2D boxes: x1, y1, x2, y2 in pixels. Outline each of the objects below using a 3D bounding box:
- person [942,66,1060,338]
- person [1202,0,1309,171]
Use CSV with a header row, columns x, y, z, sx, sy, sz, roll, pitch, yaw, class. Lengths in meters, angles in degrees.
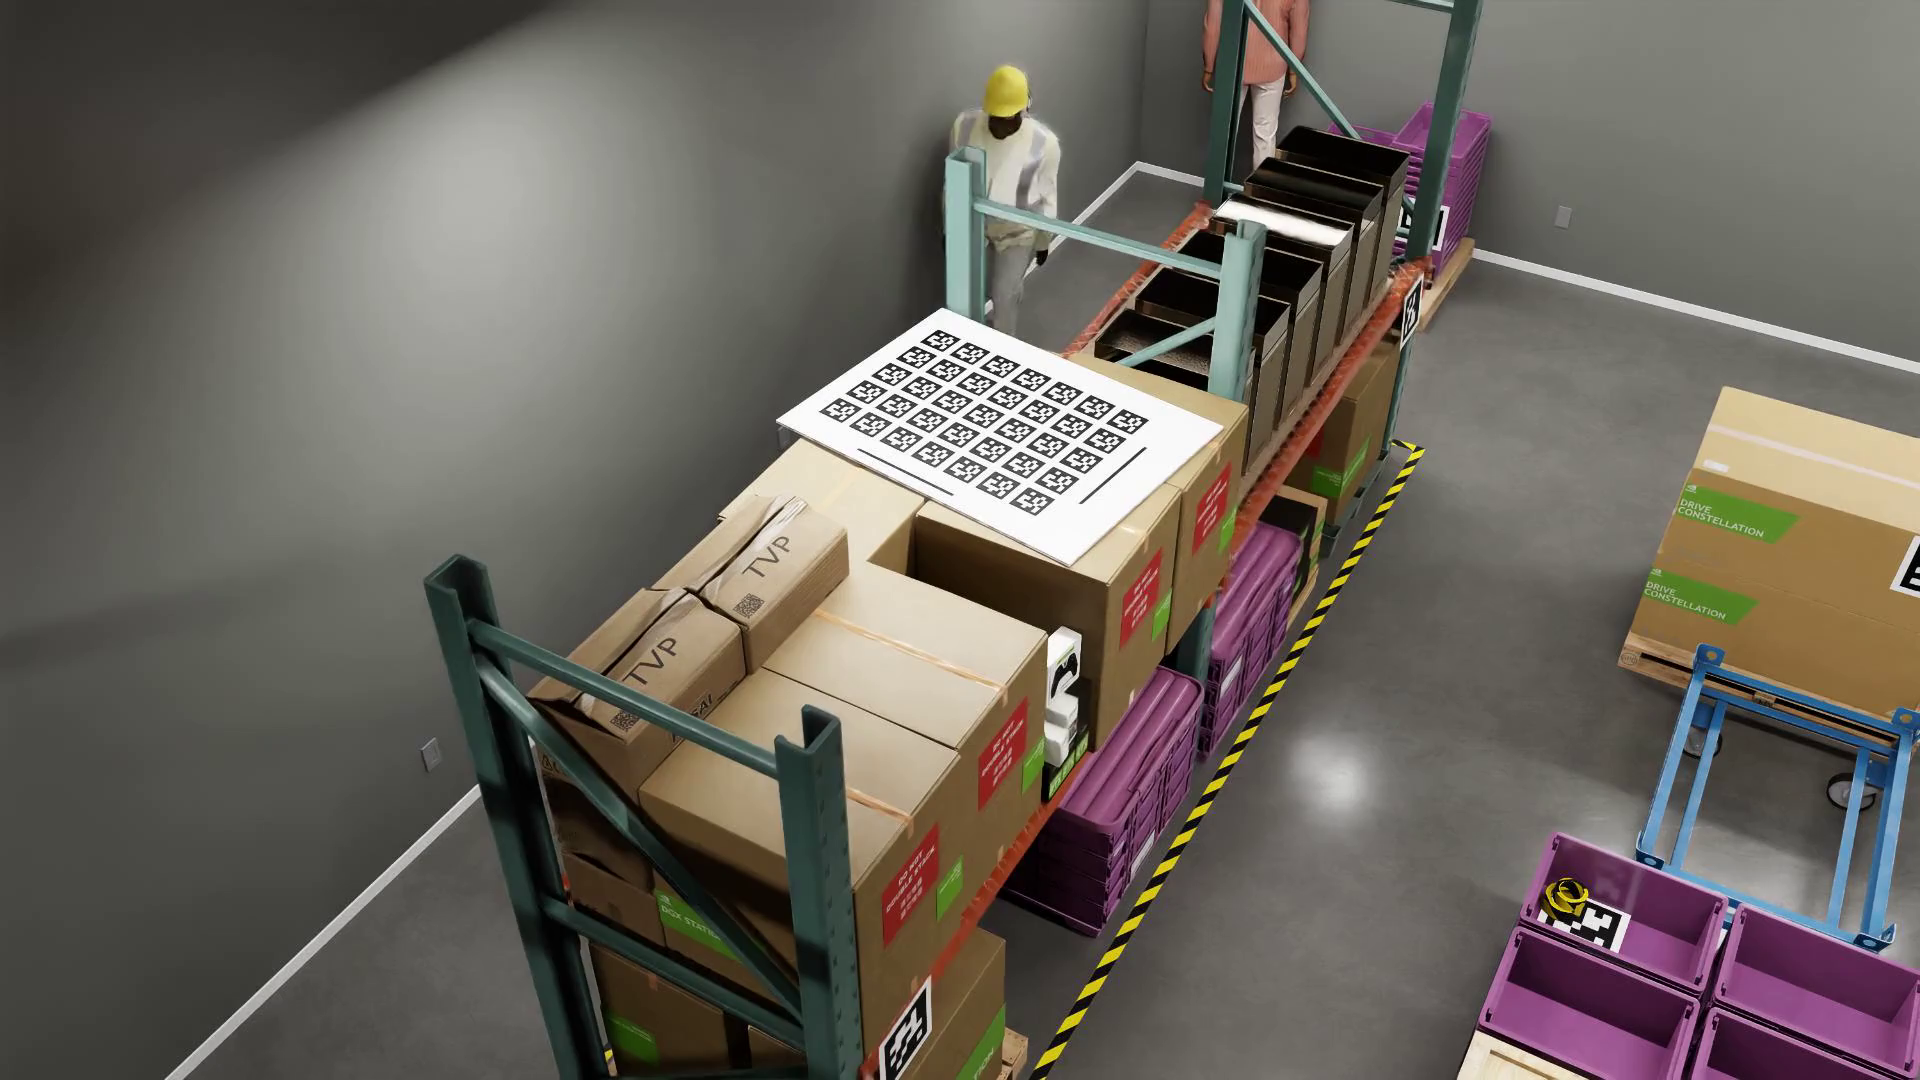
x,y,z,sx,sy,sz,roll,pitch,yaw,class
0.228,-1.682,8.709,0.598,1.805,0.742,14,42,16,person
1.738,-2.828,9.924,0.611,1.995,0.375,4,40,4,person
